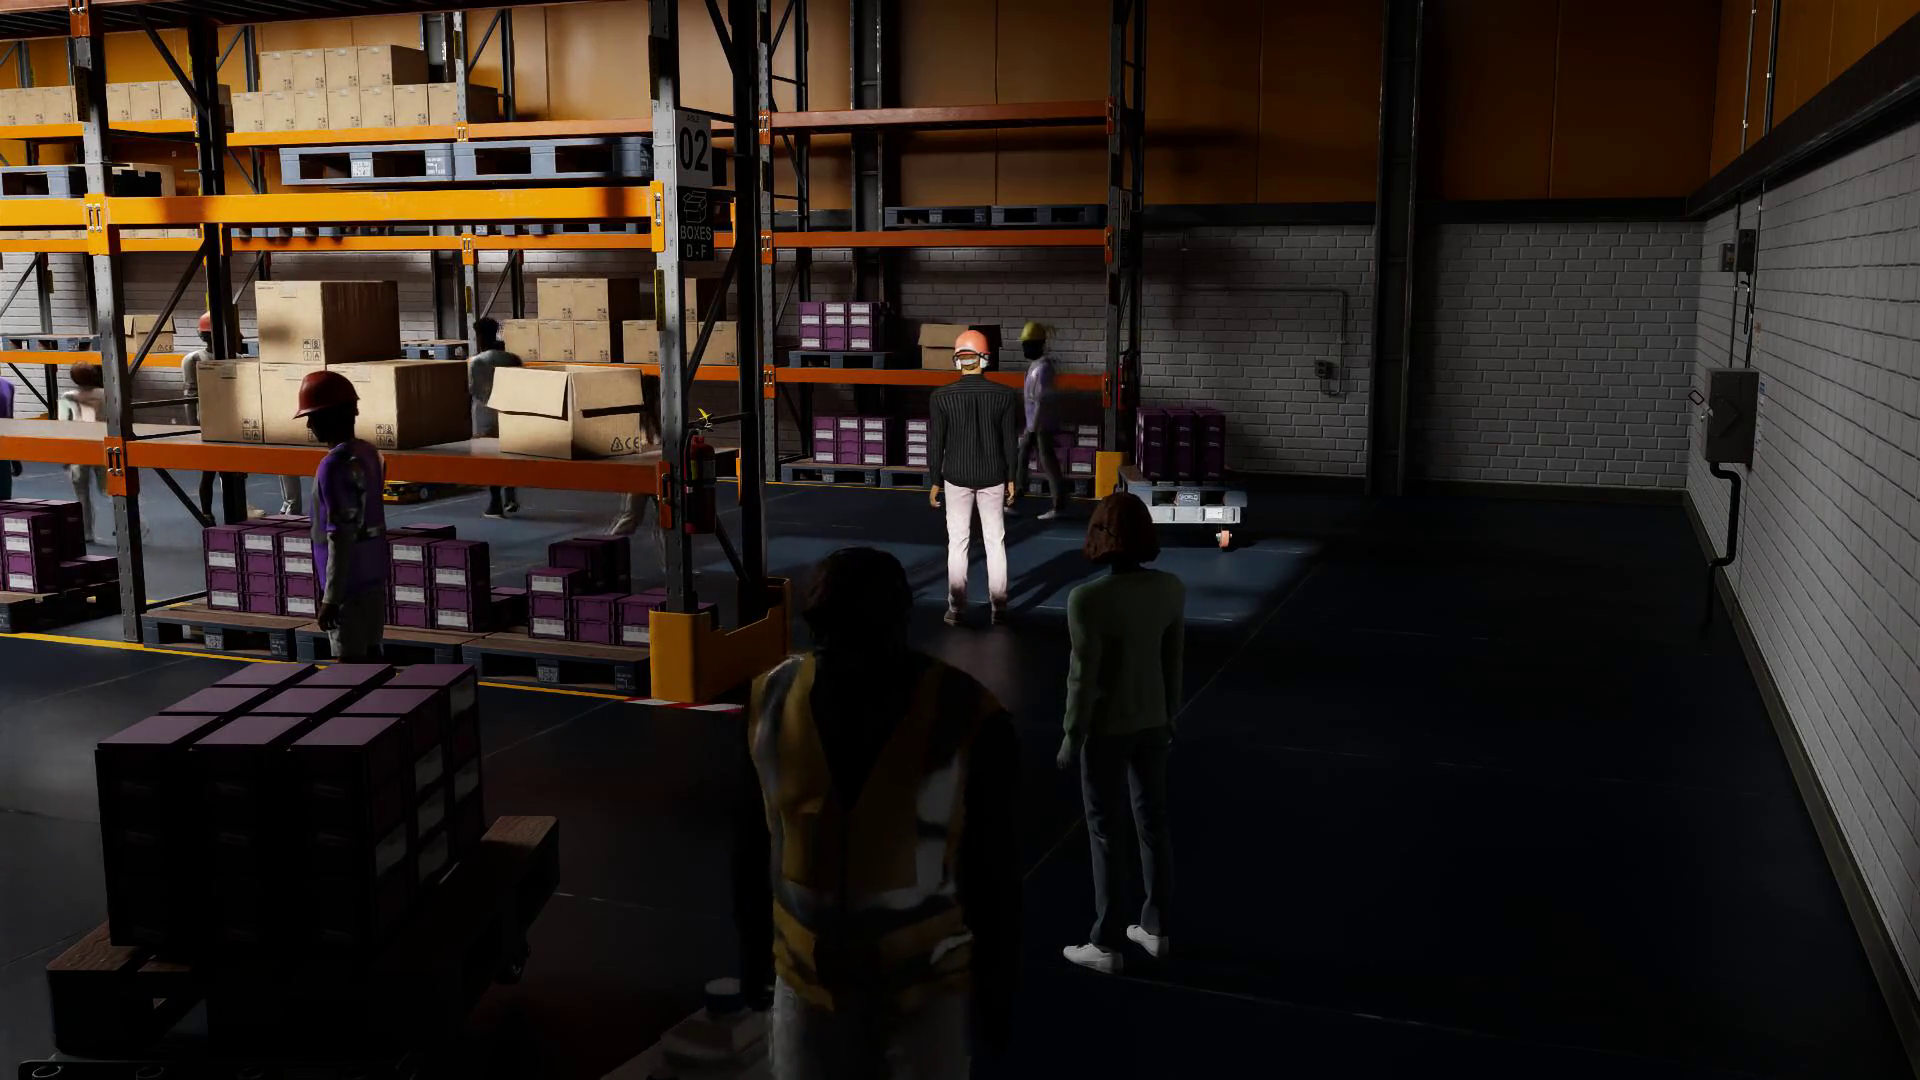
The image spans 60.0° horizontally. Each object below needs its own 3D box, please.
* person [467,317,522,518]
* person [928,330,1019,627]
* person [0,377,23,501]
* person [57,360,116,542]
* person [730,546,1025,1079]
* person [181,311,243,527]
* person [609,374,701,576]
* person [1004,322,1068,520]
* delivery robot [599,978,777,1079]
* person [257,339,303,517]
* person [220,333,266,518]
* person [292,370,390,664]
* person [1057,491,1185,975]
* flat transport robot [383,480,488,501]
[{"bbox_3d":[-4.537,-1.179,16.113,0.645,1.953,0.457,-9,13,-44],"label":"person"},{"bbox_3d":[0.091,-0.408,11.180,0.610,1.989,0.391,-1,9,-5],"label":"person"},{"bbox_3d":[-7.751,-0.653,13.213,0.387,1.837,0.567,3,10,19],"label":"person"},{"bbox_3d":[-7.593,-0.773,14.614,0.548,1.615,0.548,7,11,36],"label":"person"},{"bbox_3d":[-0.156,0.883,3.615,0.649,1.822,0.665,2,9,14],"label":"person"},{"bbox_3d":[-6.630,-1.032,14.927,0.373,2.042,0.614,5,10,29],"label":"person"},{"bbox_3d":[-2.478,-0.492,12.911,0.810,1.605,0.527,1,9,6],"label":"person"},{"bbox_3d":[0.653,-1.121,15.924,0.860,1.895,0.609,-1,9,-9],"label":"person"},{"bbox_3d":[-0.593,1.365,4.246,0.477,0.478,0.707,5,10,28],"label":"delivery robot"},{"bbox_3d":[-6.384,-1.063,15.622,0.337,1.882,0.584,-5,10,-27],"label":"person"},{"bbox_3d":[-7.063,-1.136,16.214,0.429,1.844,0.622,-7,11,-37],"label":"person"},{"bbox_3d":[-2.817,0.190,7.622,0.370,1.928,0.543,0,9,-2],"label":"person"},{"bbox_3d":[0.547,0.650,5.650,0.508,1.632,0.265,-7,11,-36],"label":"person"},{"bbox_3d":[-5.758,-0.602,17.774,0.652,0.197,1.431,4,10,23],"label":"flat transport robot"}]
